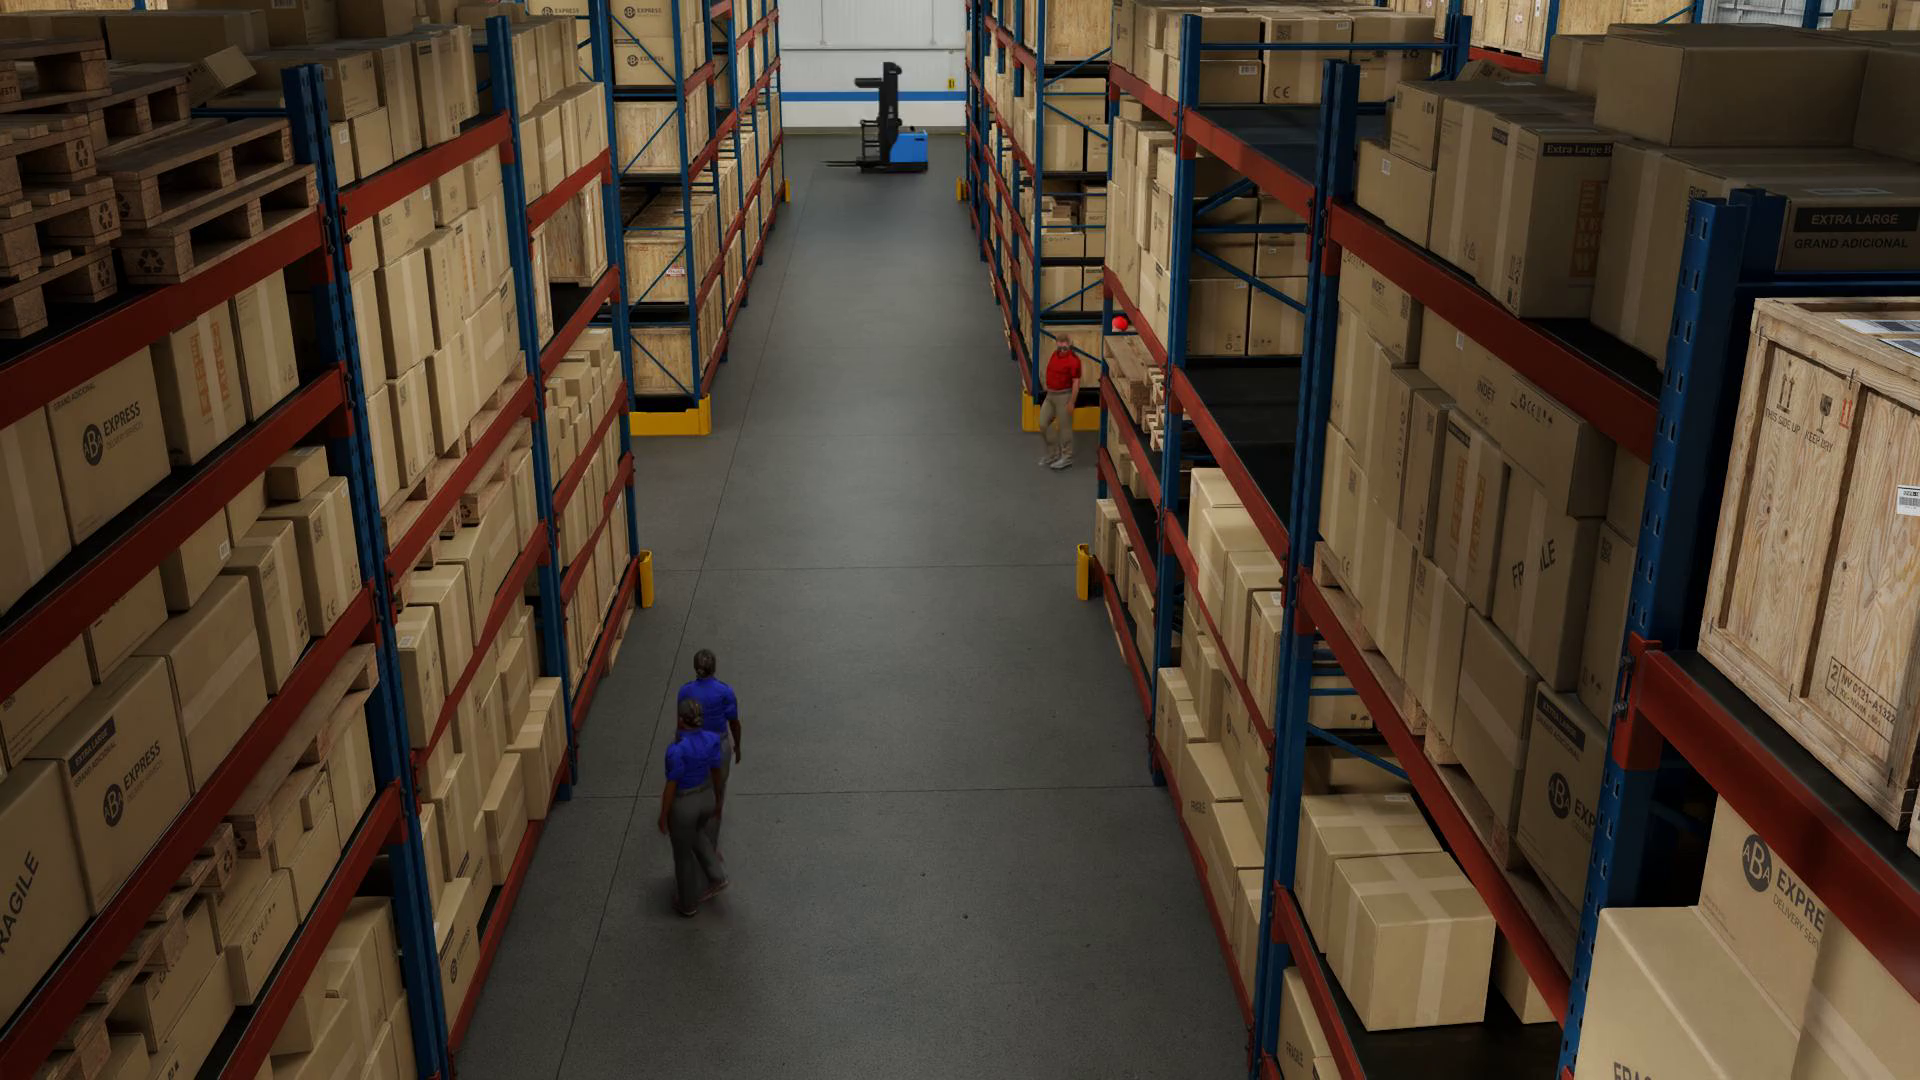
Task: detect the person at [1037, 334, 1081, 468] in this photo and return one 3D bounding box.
[{"bbox_3d":[1.277,-1.777,21.297,0.382,1.751,0.571,-13,24,-32],"label":"person"}]

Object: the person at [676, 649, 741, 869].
[{"bbox_3d":[-1.865,1.572,12.447,0.458,1.623,0.821,3,21,7],"label":"person"}]

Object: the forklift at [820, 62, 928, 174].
[{"bbox_3d":[-2.443,-11.789,46.427,3.031,2.941,1.121,-1,21,-4],"label":"forklift"}]

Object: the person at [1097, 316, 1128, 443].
[{"bbox_3d":[2.042,-2.071,22.008,0.366,1.795,0.529,-1,20,-3],"label":"person"}]

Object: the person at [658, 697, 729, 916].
[{"bbox_3d":[-1.922,1.856,11.651,0.425,1.652,0.485,17,26,38],"label":"person"}]
